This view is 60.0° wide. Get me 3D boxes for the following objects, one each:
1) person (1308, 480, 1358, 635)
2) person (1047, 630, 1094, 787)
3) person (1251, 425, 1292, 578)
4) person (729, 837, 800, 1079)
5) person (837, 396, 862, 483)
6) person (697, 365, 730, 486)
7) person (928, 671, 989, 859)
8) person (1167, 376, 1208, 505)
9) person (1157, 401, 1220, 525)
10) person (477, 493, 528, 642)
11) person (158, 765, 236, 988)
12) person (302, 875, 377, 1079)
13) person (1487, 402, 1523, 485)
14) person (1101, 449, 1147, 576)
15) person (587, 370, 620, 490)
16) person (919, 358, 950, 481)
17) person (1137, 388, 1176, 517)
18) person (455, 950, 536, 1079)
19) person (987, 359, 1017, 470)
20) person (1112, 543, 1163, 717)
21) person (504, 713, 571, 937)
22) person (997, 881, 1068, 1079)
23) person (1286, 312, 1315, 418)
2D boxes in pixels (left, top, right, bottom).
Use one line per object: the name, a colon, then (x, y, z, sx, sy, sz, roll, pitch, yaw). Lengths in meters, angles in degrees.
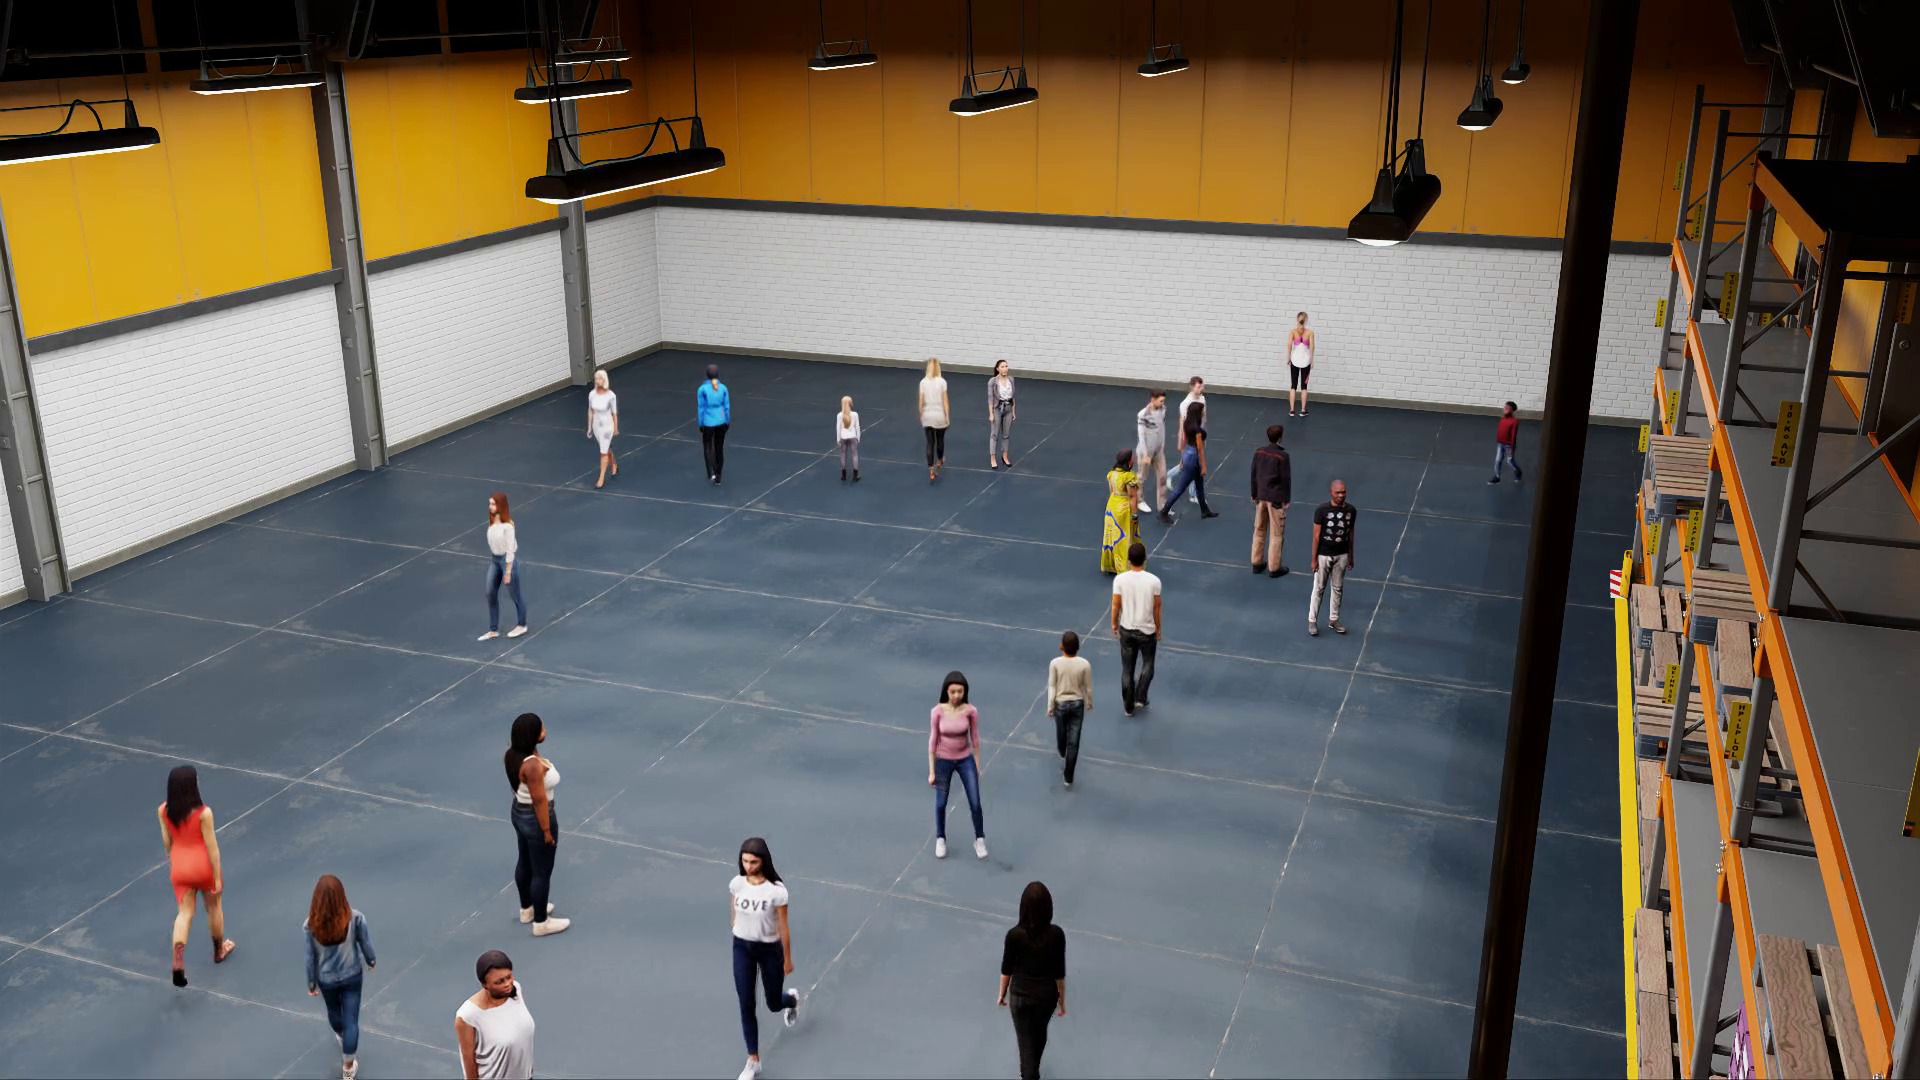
person: (4.228, 0.178, 18.890, 0.744, 1.804, 0.749, -2, 19, -7)
person: (1.004, 1.575, 15.324, 0.715, 1.433, 1.029, 2, 19, 7)
person: (3.869, -0.503, 20.724, 0.779, 1.924, 0.729, 16, 24, 39)
person: (-1.315, 2.773, 11.260, 0.597, 1.756, 0.989, 6, 20, 18)
person: (-1.662, -1.509, 24.724, 0.559, 1.278, 0.578, 0, 19, -1)
person: (-3.584, -1.664, 24.392, 0.729, 1.783, 0.762, -4, 19, -13)
person: (-0.029, 1.879, 13.960, 0.747, 1.727, 0.742, -1, 19, -3)
person: (3.233, -1.439, 23.660, 0.893, 1.826, 1.041, 16, 24, 39)
person: (3.061, -1.009, 22.588, 1.131, 1.694, 1.162, -6, 19, -16)
person: (-5.054, 0.276, 18.745, 0.757, 1.711, 0.922, 14, 23, 36)
person: (-5.667, 2.482, 12.224, 0.812, 1.693, 1.073, 0, 19, 0)
person: (-4.169, 2.962, 11.166, 0.858, 1.458, 0.969, -5, 19, -14)
person: (8.113, -1.427, 24.536, 0.857, 1.243, 0.771, -10, 21, -27)
person: (2.021, -0.334, 20.636, 1.030, 1.660, 0.999, -11, 22, -30)
person: (-5.222, -1.648, 24.469, 0.624, 1.705, 1.116, 5, 19, 13)
person: (-0.406, -1.743, 24.657, 0.851, 1.765, 1.281, 2, 19, 6)
person: (2.597, -1.266, 23.161, 1.005, 1.816, 1.044, -13, 22, -33)
person: (-2.743, 3.224, 10.030, 0.741, 1.688, 0.578, 10, 21, 26)
person: (0.628, -1.932, 25.352, 0.721, 1.679, 0.789, -10, 21, -27)
person: (1.767, 0.928, 16.684, 0.711, 1.792, 0.681, 4, 19, 12)
person: (-3.324, 2.188, 12.916, 0.780, 1.807, 0.751, -13, 23, -34)
person: (0.481, 3.020, 10.760, 0.900, 1.607, 1.144, -2, 19, -5)
person: (5.800, -3.000, 28.355, 0.605, 1.786, 0.506, 7, 20, 21)
